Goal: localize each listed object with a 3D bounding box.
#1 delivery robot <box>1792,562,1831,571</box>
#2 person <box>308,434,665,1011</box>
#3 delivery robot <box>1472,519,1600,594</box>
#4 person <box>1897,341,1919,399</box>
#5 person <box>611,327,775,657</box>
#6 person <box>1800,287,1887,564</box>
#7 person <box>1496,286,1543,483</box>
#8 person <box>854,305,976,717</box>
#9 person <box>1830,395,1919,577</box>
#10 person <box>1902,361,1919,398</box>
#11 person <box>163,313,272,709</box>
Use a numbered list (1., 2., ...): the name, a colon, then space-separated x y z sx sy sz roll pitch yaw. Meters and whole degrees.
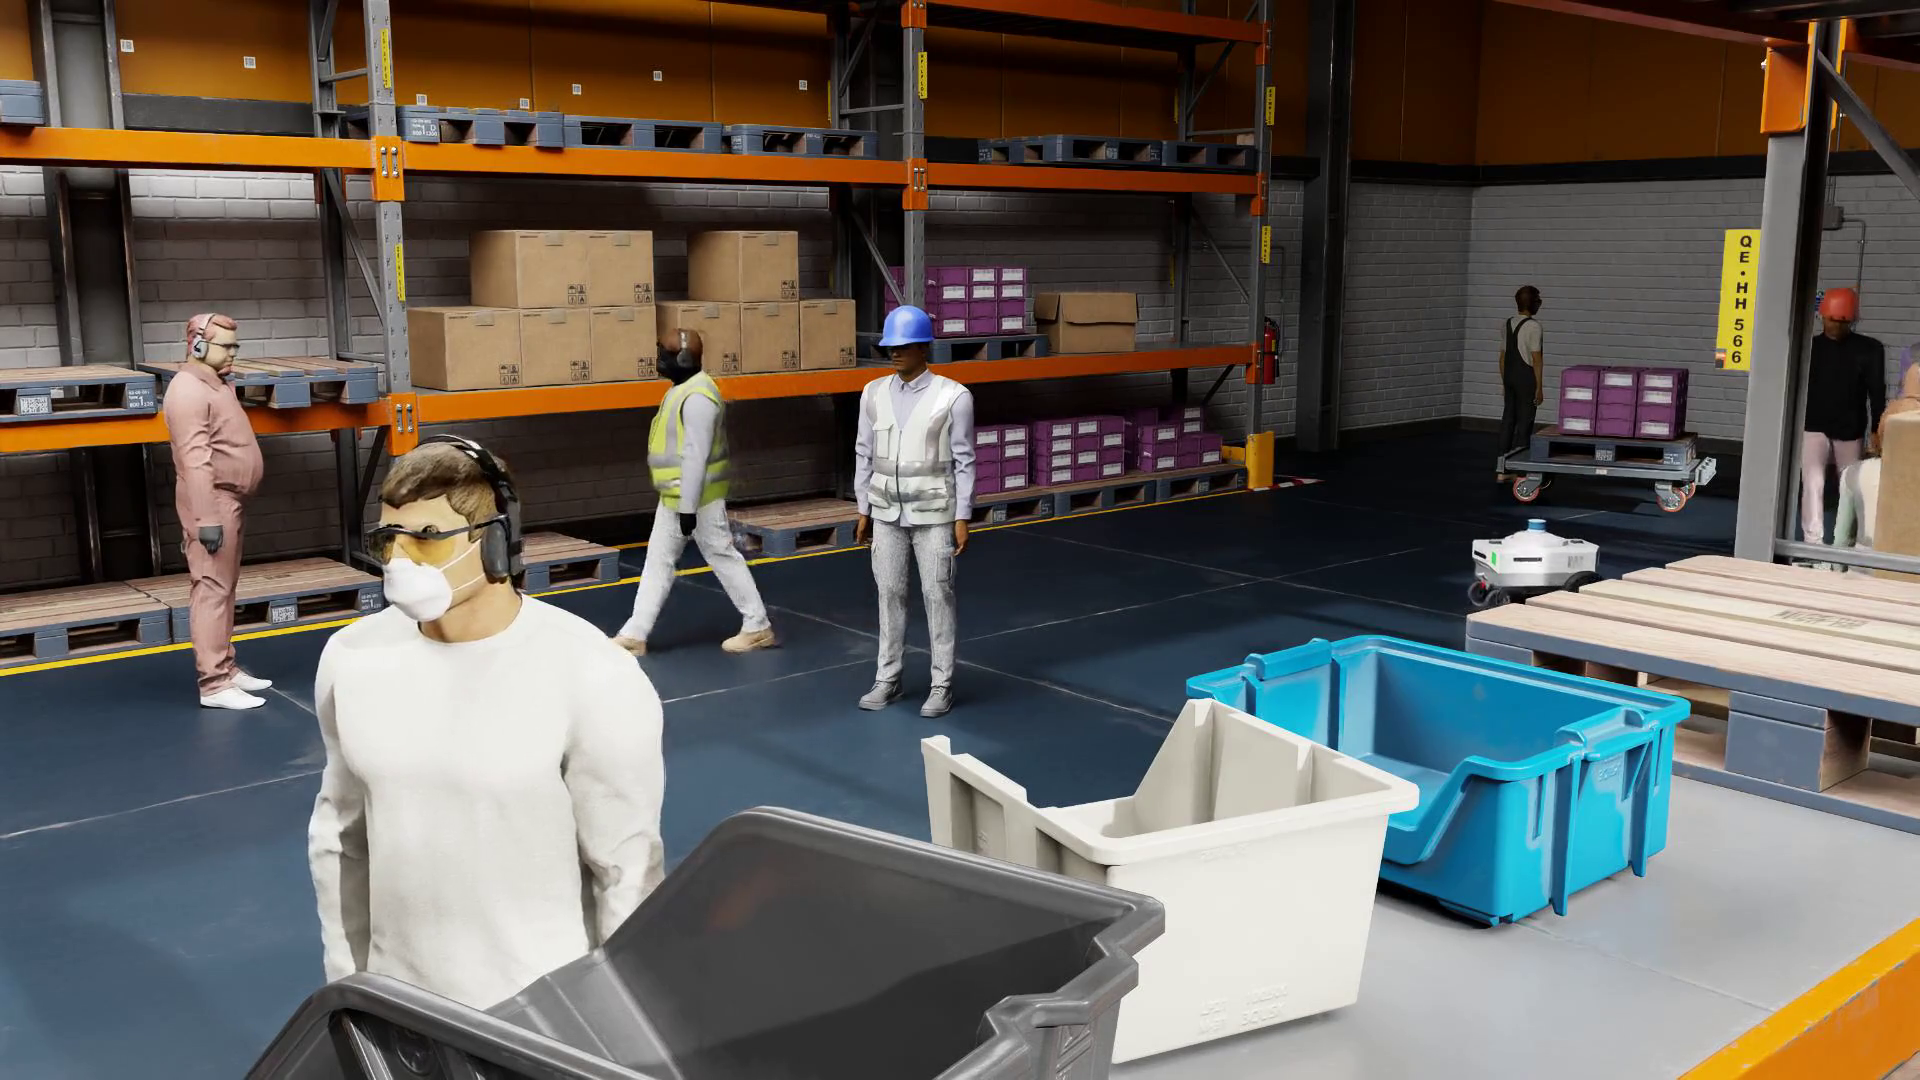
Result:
1. delivery robot: 5.005 0.267 9.290 0.707 0.478 0.477 4 11 21
2. person: -0.787 0.789 2.767 0.639 1.937 0.356 3 11 17
3. delivery robot: 3.497 0.116 10.122 0.707 0.478 0.477 -2 11 -6
4. person: 6.596 -0.703 11.146 0.594 1.926 0.366 8 13 36
5. person: -1.463 -0.244 8.958 0.984 1.794 0.642 -4 11 -21
6. person: 6.099 -0.784 11.575 0.641 1.951 0.931 7 12 35
7. person: 5.210 -1.423 15.408 0.346 1.846 0.505 -5 11 -24
8. person: -0.226 -0.131 7.884 0.617 1.946 0.397 5 11 24
9. person: 3.769 0.231 6.732 0.436 1.626 0.530 -7 12 -34
10. person: 5.983 -0.476 10.060 0.609 1.879 0.932 7 12 35
11. person: -3.583 -0.140 8.070 0.406 1.902 0.637 -3 11 -15
